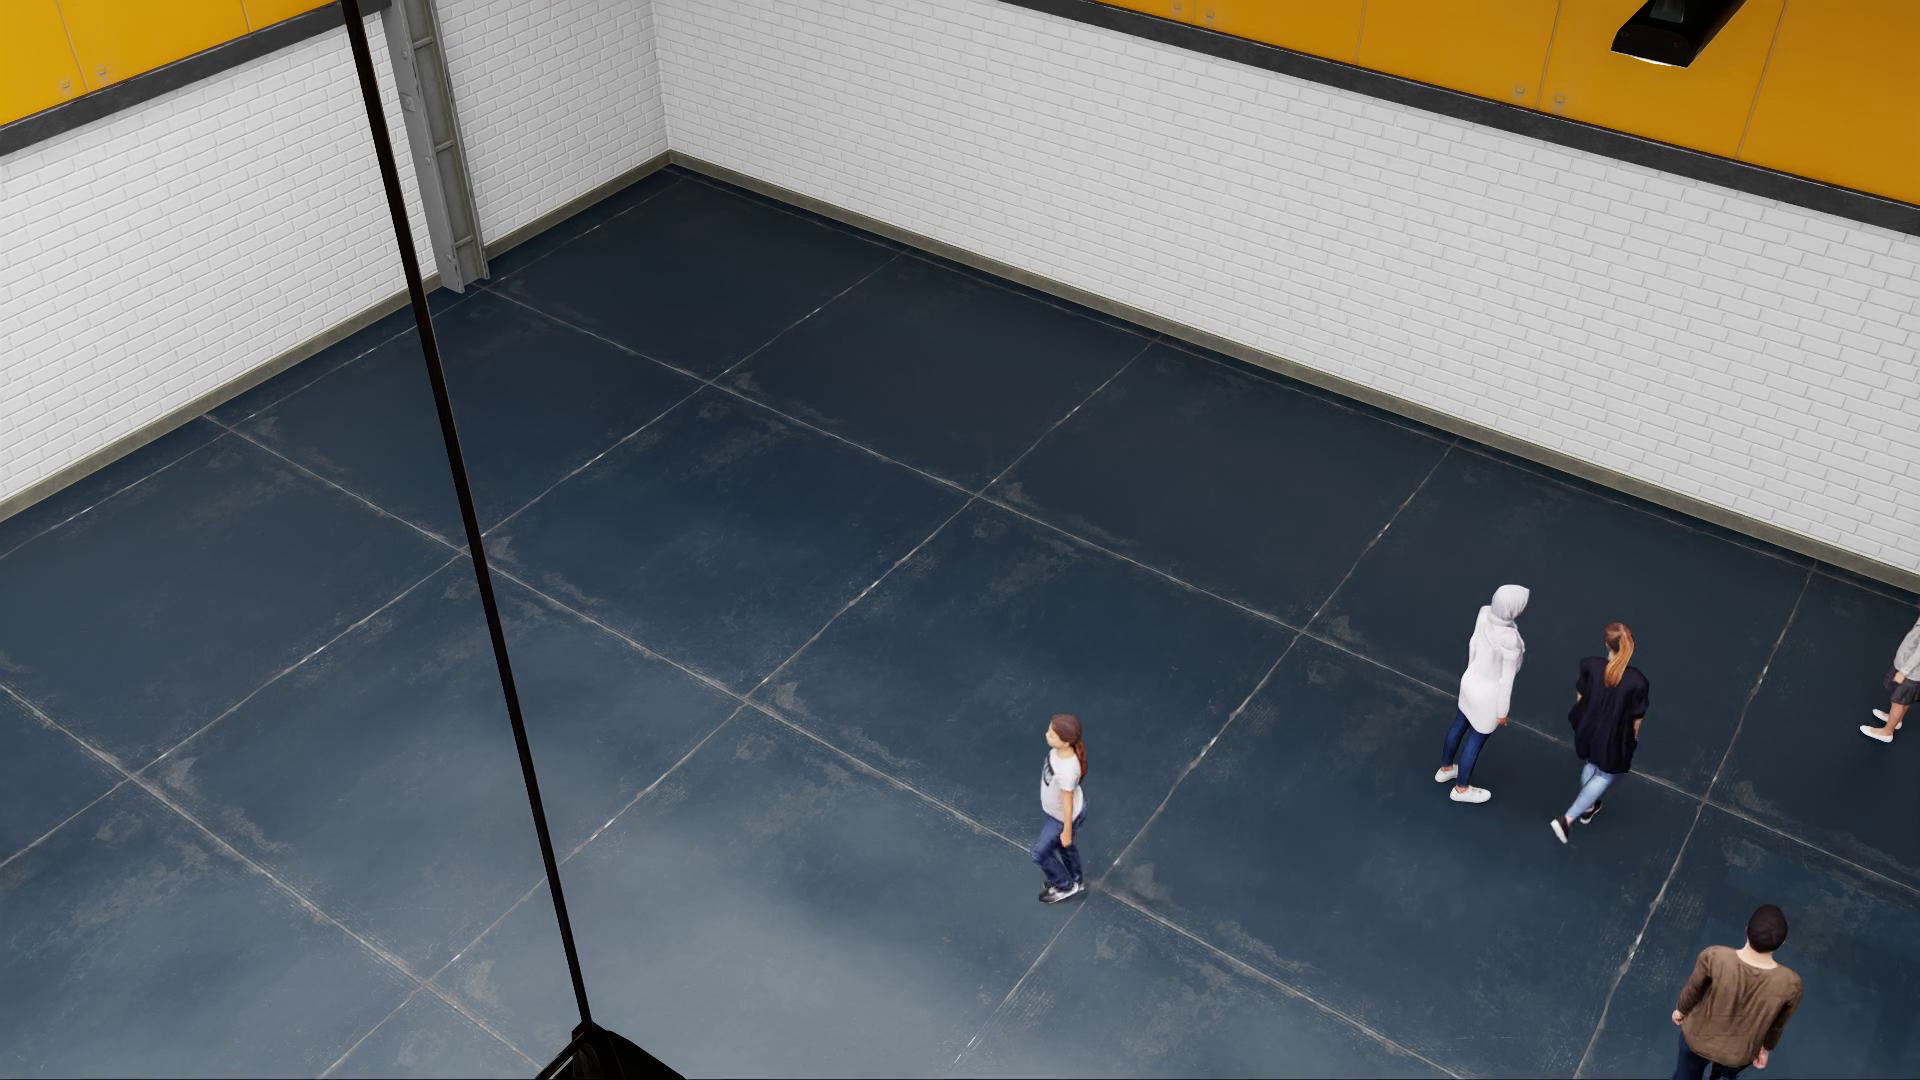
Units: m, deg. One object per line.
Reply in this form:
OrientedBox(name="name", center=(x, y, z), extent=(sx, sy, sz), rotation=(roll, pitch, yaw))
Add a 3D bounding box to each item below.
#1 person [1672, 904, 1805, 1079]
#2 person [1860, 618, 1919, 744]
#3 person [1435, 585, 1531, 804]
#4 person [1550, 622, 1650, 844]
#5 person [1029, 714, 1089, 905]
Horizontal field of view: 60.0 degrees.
OrientedBox(name="person", center=(3.981, 2.644, 8.695), extent=(0.717, 1.877, 0.718), rotation=(15, 41, 18))
OrientedBox(name="person", center=(6.566, 0.855, 11.417), extent=(0.596, 1.276, 0.496), rotation=(32, 48, 33))
OrientedBox(name="person", center=(3.414, 0.985, 10.855), extent=(0.747, 1.775, 0.698), rotation=(-8, 39, -10))
OrientedBox(name="person", center=(4.043, 1.264, 10.592), extent=(0.966, 1.667, 0.763), rotation=(-27, 46, -30))
OrientedBox(name="person", center=(0.702, 1.652, 10.203), extent=(0.743, 1.545, 0.678), rotation=(-1, 39, -2))
